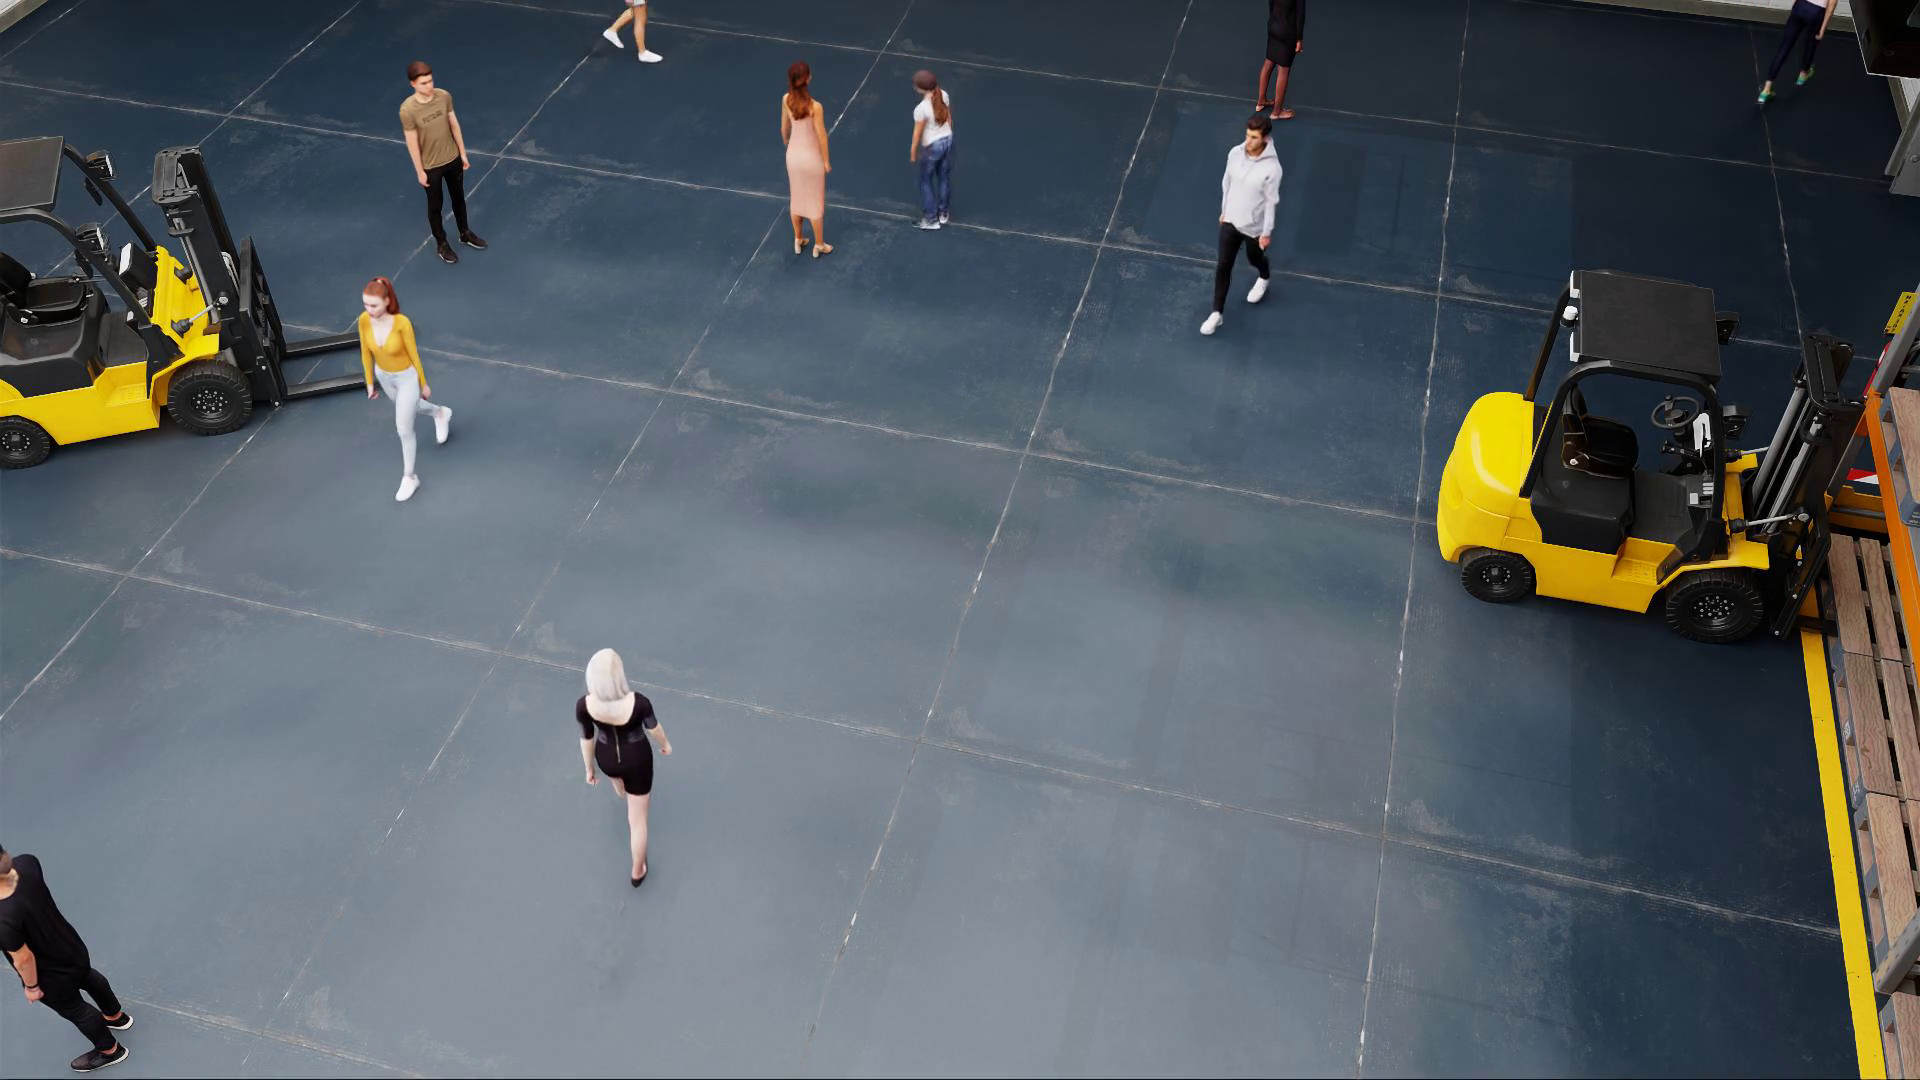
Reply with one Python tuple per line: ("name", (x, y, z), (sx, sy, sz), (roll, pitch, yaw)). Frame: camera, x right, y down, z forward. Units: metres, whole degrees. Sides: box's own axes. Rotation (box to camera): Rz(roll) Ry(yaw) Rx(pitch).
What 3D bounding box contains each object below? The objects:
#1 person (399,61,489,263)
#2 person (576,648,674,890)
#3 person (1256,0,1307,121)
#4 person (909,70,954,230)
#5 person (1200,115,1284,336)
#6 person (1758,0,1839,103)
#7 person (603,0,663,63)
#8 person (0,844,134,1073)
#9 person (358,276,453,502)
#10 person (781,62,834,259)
("person", (-4.523, -3.299, 14.410), (0.791, 1.849, 0.655), (32, 52, 29))
("person", (-1.933, 1.364, 9.551), (0.824, 1.800, 1.136), (-1, 44, -1))
("person", (3.161, -4.957, 16.244), (0.722, 1.721, 0.673), (-24, 48, -23))
("person", (-0.201, -3.537, 14.886), (0.686, 1.537, 0.759), (-14, 45, -14))
("person", (2.419, -2.661, 13.711), (0.995, 1.890, 1.307), (27, 50, 25))
("person", (8.336, -5.123, 16.469), (1.236, 1.651, 1.043), (-31, 52, -28))
("person", (-3.460, -5.719, 17.046), (0.758, 1.717, 0.833), (3, 44, 3))
("person", (-4.773, 2.143, 8.686), (0.827, 1.864, 0.691), (-8, 44, -8))
("person", (-4.111, -1.218, 12.324), (0.627, 1.713, 1.178), (9, 44, 9))
("person", (-1.346, -3.285, 14.408), (0.639, 1.832, 0.587), (21, 47, 20))
